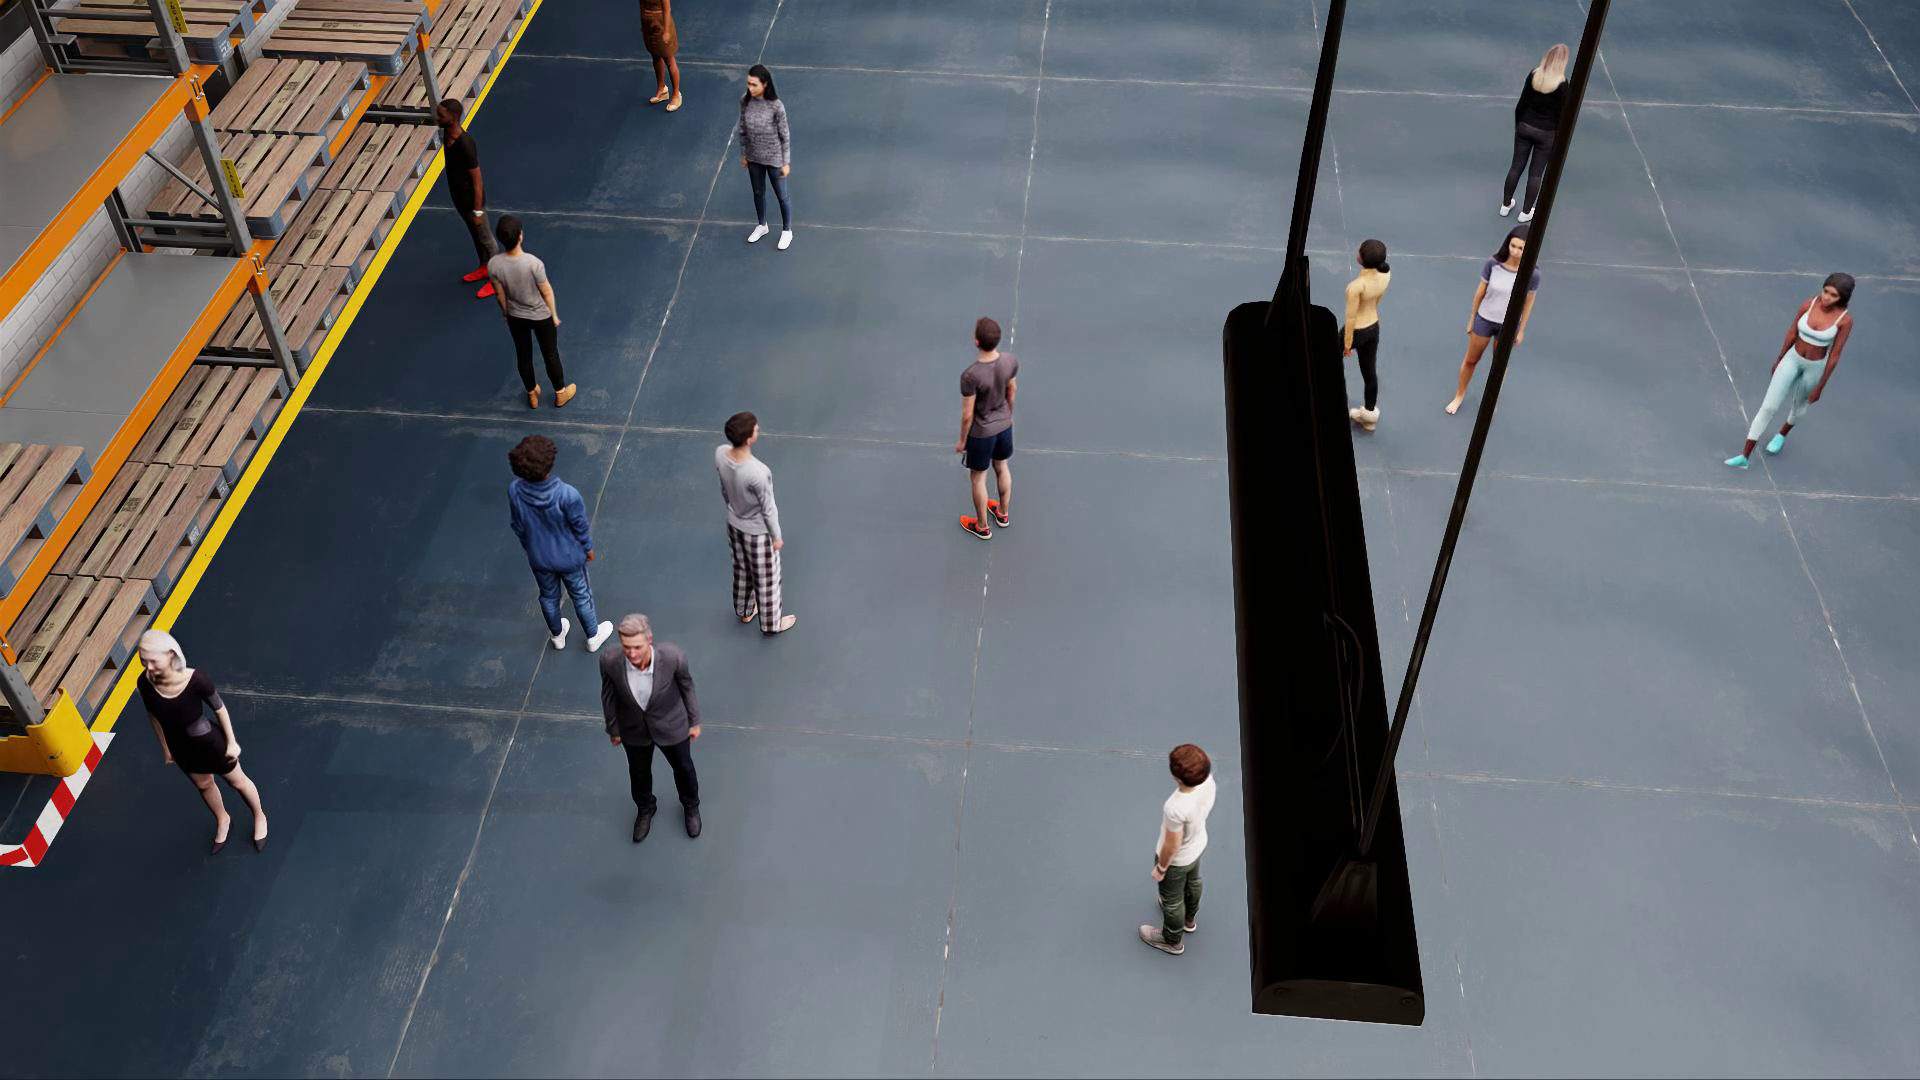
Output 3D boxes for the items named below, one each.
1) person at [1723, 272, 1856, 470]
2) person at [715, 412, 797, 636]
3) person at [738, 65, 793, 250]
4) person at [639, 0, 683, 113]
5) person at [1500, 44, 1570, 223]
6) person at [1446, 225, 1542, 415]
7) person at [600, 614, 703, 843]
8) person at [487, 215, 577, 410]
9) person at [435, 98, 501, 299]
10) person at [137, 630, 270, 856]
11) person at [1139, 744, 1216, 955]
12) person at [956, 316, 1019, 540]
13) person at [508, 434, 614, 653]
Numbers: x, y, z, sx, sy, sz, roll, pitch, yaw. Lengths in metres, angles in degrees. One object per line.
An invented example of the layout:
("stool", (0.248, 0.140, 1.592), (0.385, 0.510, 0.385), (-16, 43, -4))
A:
("person", (6.371, -1.306, 12.481), (1.079, 1.693, 0.985), (-34, 53, -30))
("person", (-1.393, -0.101, 11.105), (0.704, 1.847, 0.729), (31, 52, 29))
("person", (-1.698, -3.379, 14.629), (0.678, 1.731, 0.628), (16, 46, 16))
("person", (-2.981, -5.066, 16.431), (0.640, 1.690, 0.676), (32, 52, 29))
("person", (5.181, -3.663, 14.961), (0.699, 1.685, 0.730), (32, 52, 29))
("person", (4.155, -1.684, 12.848), (0.648, 1.733, 0.624), (18, 47, 18))
("person", (-1.814, 1.094, 9.856), (0.760, 1.839, 0.642), (-4, 44, -4))
("person", (-3.361, -1.769, 12.945), (0.599, 1.724, 0.511), (3, 44, 3))
("person", (-4.154, -2.921, 14.095), (0.772, 1.805, 0.689), (-26, 49, -25))
("person", (-4.457, 1.192, 9.760), (0.615, 1.829, 0.532), (-1, 44, -1))
("person", (1.241, 1.732, 9.321), (0.728, 1.653, 0.631), (28, 50, 26))
("person", (0.196, -0.788, 11.823), (0.721, 1.851, 0.773), (-29, 51, -27))
("person", (-2.670, 0.044, 10.979), (0.673, 1.811, 0.563), (5, 44, 5))
